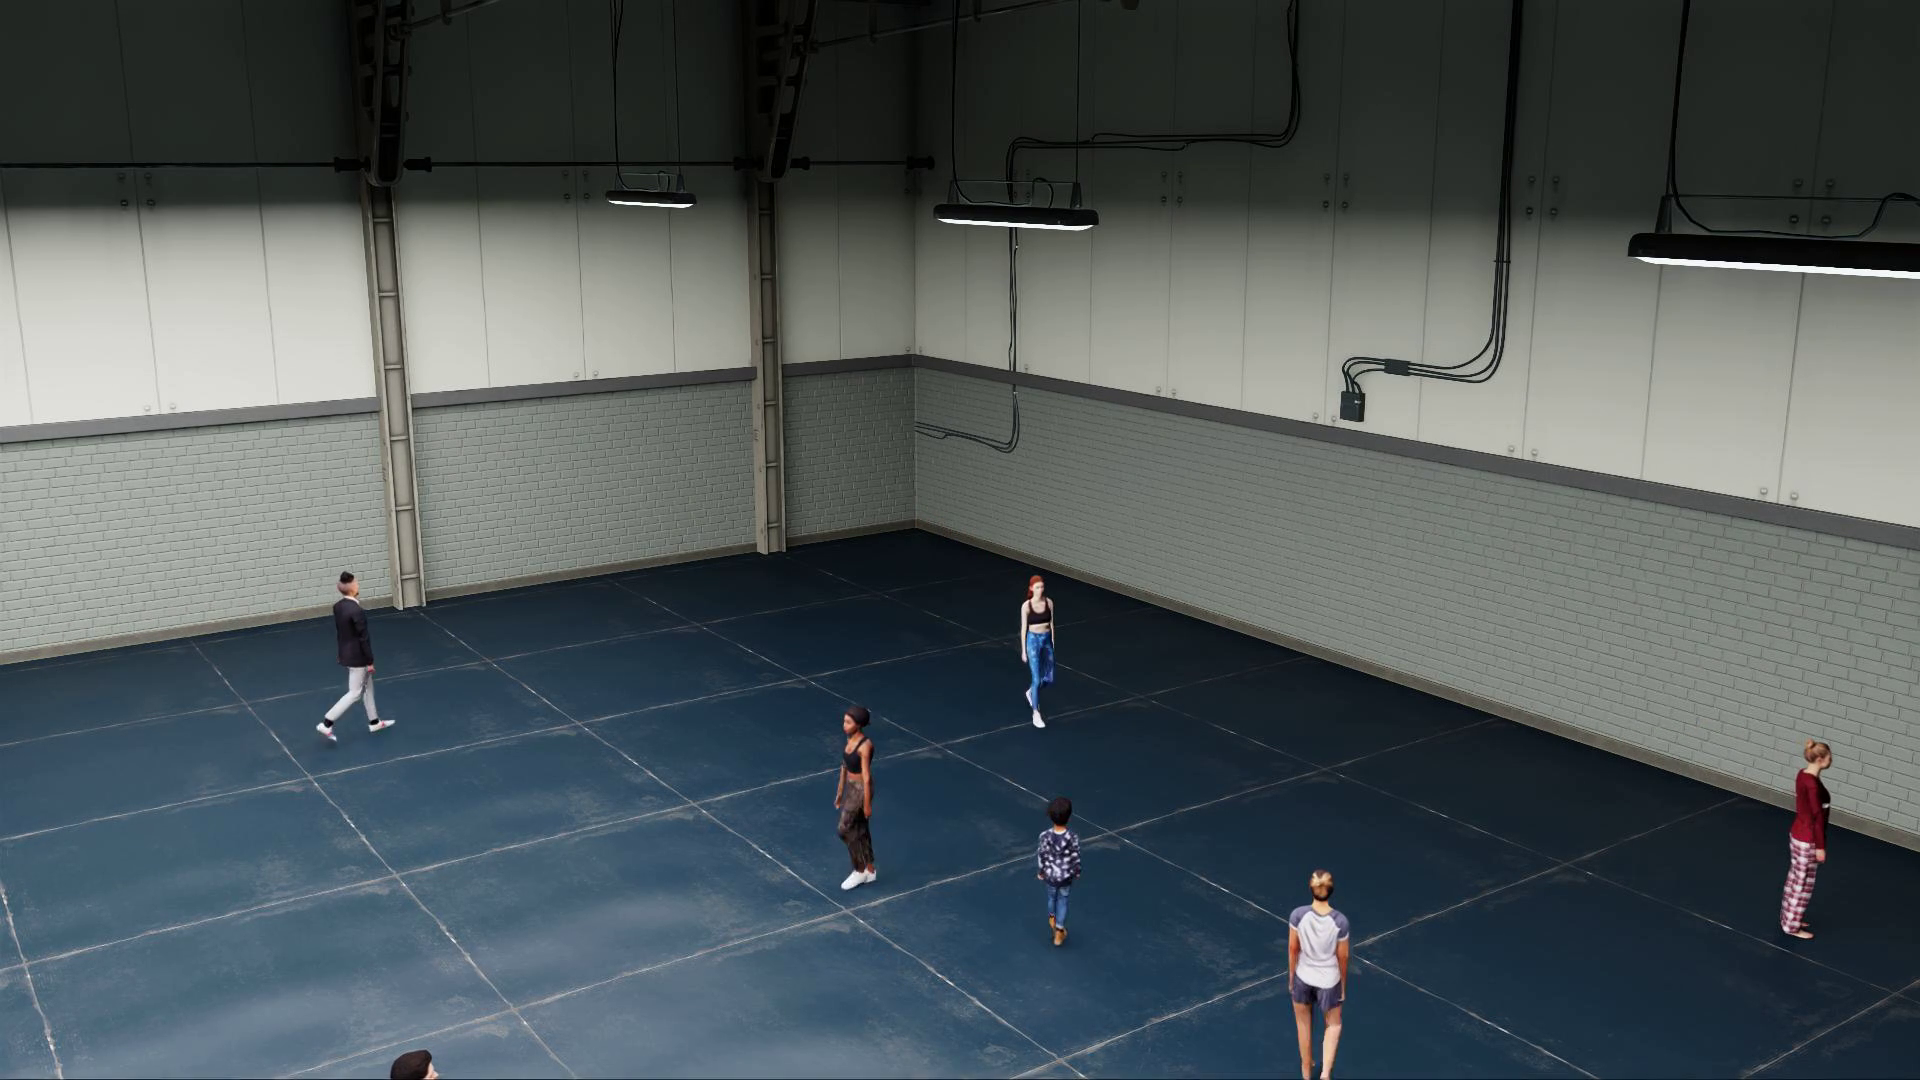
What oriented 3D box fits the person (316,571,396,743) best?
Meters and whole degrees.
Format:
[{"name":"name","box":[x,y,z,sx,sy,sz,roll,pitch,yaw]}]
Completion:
[{"name":"person","box":[-6.825,1.312,18.549,0.843,1.924,1.228,13,18,43]}]

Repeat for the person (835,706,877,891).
[{"name":"person","box":[-0.826,2.278,14.895,0.685,1.689,0.639,-5,14,-21]}]

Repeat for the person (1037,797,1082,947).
[{"name":"person","box":[0.812,2.763,13.814,0.738,1.233,0.811,3,13,12]}]

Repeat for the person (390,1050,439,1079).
[{"name":"person","box":[-2.870,3.584,8.802,0.544,1.894,0.658,-9,16,-34]}]

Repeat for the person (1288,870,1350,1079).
[{"name":"person","box":[2.479,3.092,11.559,0.807,1.609,0.887,4,14,15]}]

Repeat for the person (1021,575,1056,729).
[{"name":"person","box":[0.872,1.255,19.128,0.779,1.773,0.719,-6,14,-23]}]

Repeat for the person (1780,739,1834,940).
[{"name":"person","box":[7.106,2.486,13.972,0.731,1.700,0.639,4,14,17]}]
